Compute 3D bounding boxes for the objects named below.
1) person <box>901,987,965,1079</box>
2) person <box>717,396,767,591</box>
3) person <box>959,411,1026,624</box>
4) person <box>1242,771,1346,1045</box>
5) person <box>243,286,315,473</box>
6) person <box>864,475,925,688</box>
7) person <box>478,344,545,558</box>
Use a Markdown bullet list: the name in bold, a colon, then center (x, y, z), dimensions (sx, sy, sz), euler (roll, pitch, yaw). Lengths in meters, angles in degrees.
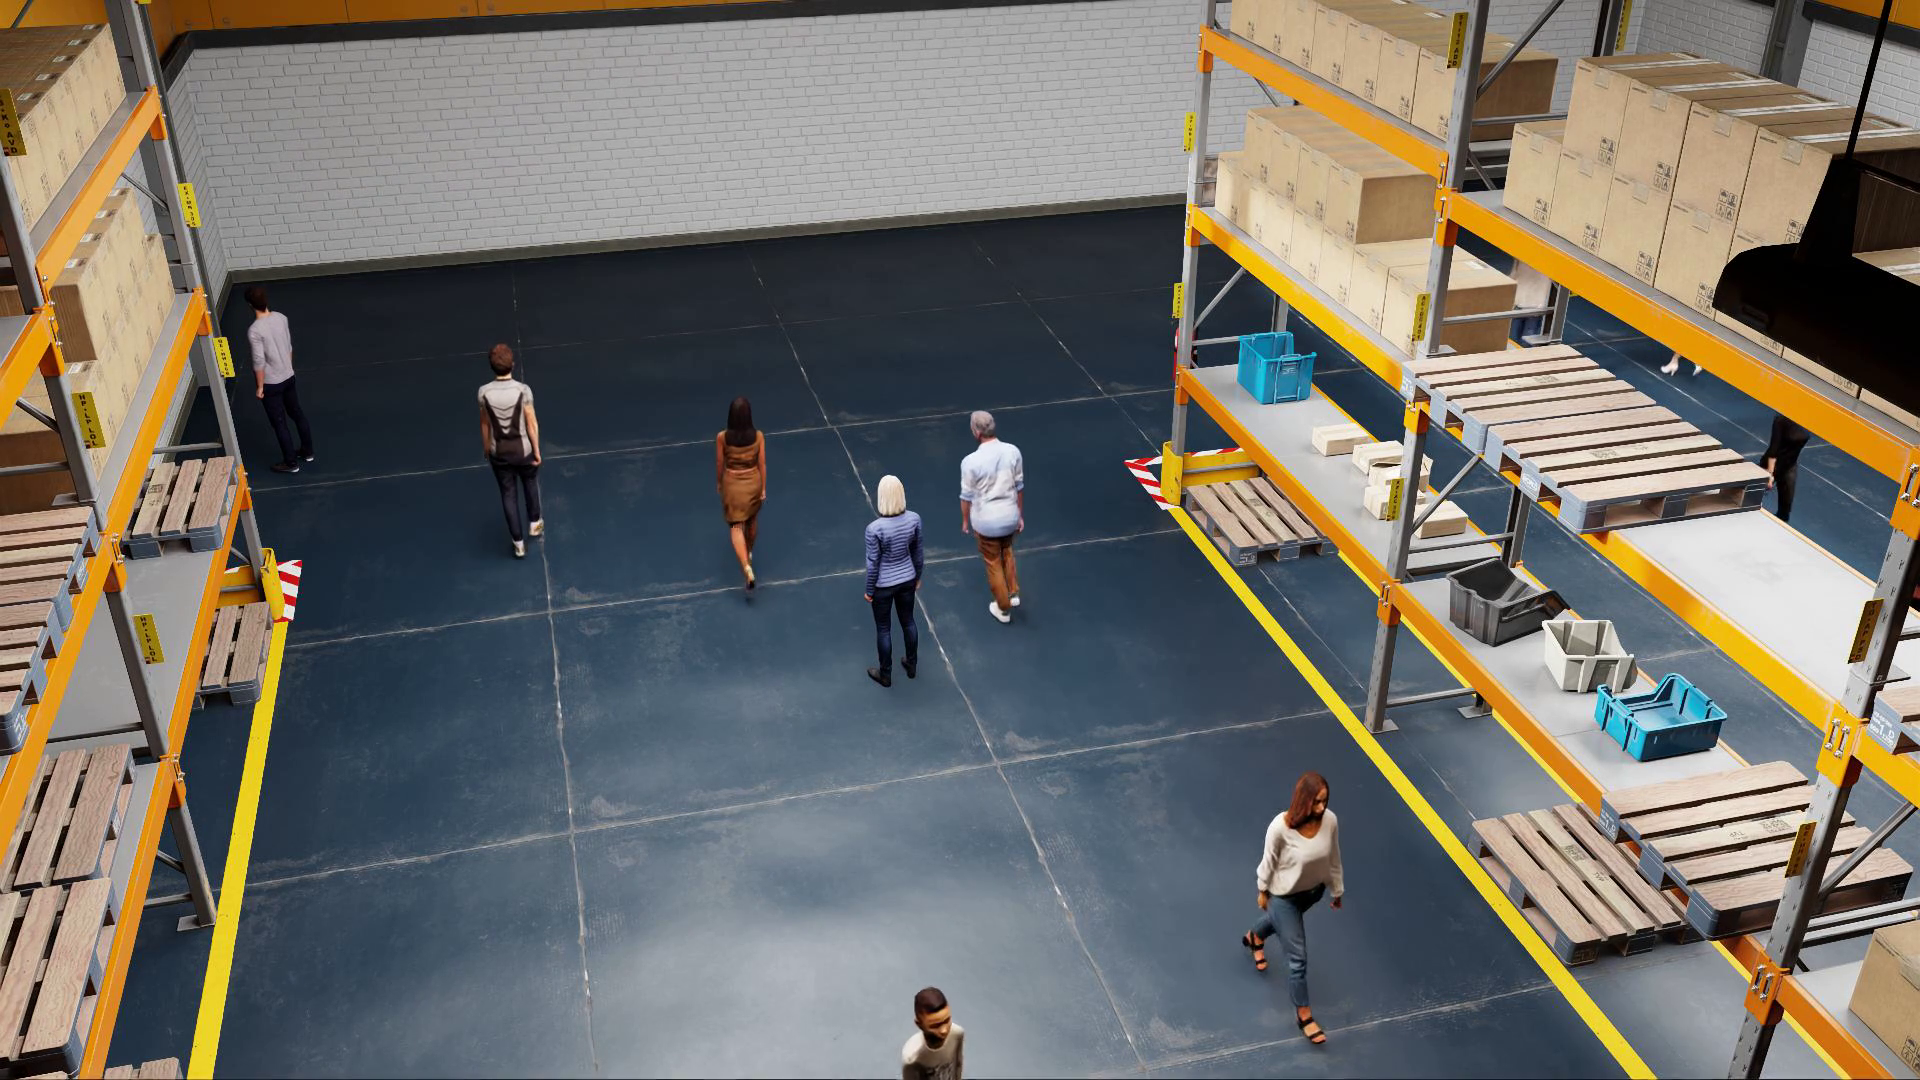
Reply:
- **person**: center (-0.184, 2.781, 8.297), dimensions (0.620, 1.451, 0.639), euler (-17, 33, -29)
- **person**: center (-1.812, -0.372, 13.855), dimensions (0.604, 1.662, 1.032), euler (-9, 30, -17)
- **person**: center (0.307, -0.139, 13.287), dimensions (0.757, 1.798, 0.720), euler (-11, 30, -19)
- **person**: center (1.882, 1.980, 9.571), dimensions (0.709, 1.636, 1.130), euler (-11, 30, -19)
- **person**: center (-6.494, -1.542, 15.813), dimensions (0.796, 1.841, 0.682), euler (9, 30, 16)
- **person**: center (-0.502, 0.301, 12.536), dimensions (0.709, 1.745, 0.646), euler (-16, 33, -27)
- **person**: center (-3.850, -0.728, 14.290), dimensions (0.660, 1.871, 0.808), euler (-7, 29, -13)
